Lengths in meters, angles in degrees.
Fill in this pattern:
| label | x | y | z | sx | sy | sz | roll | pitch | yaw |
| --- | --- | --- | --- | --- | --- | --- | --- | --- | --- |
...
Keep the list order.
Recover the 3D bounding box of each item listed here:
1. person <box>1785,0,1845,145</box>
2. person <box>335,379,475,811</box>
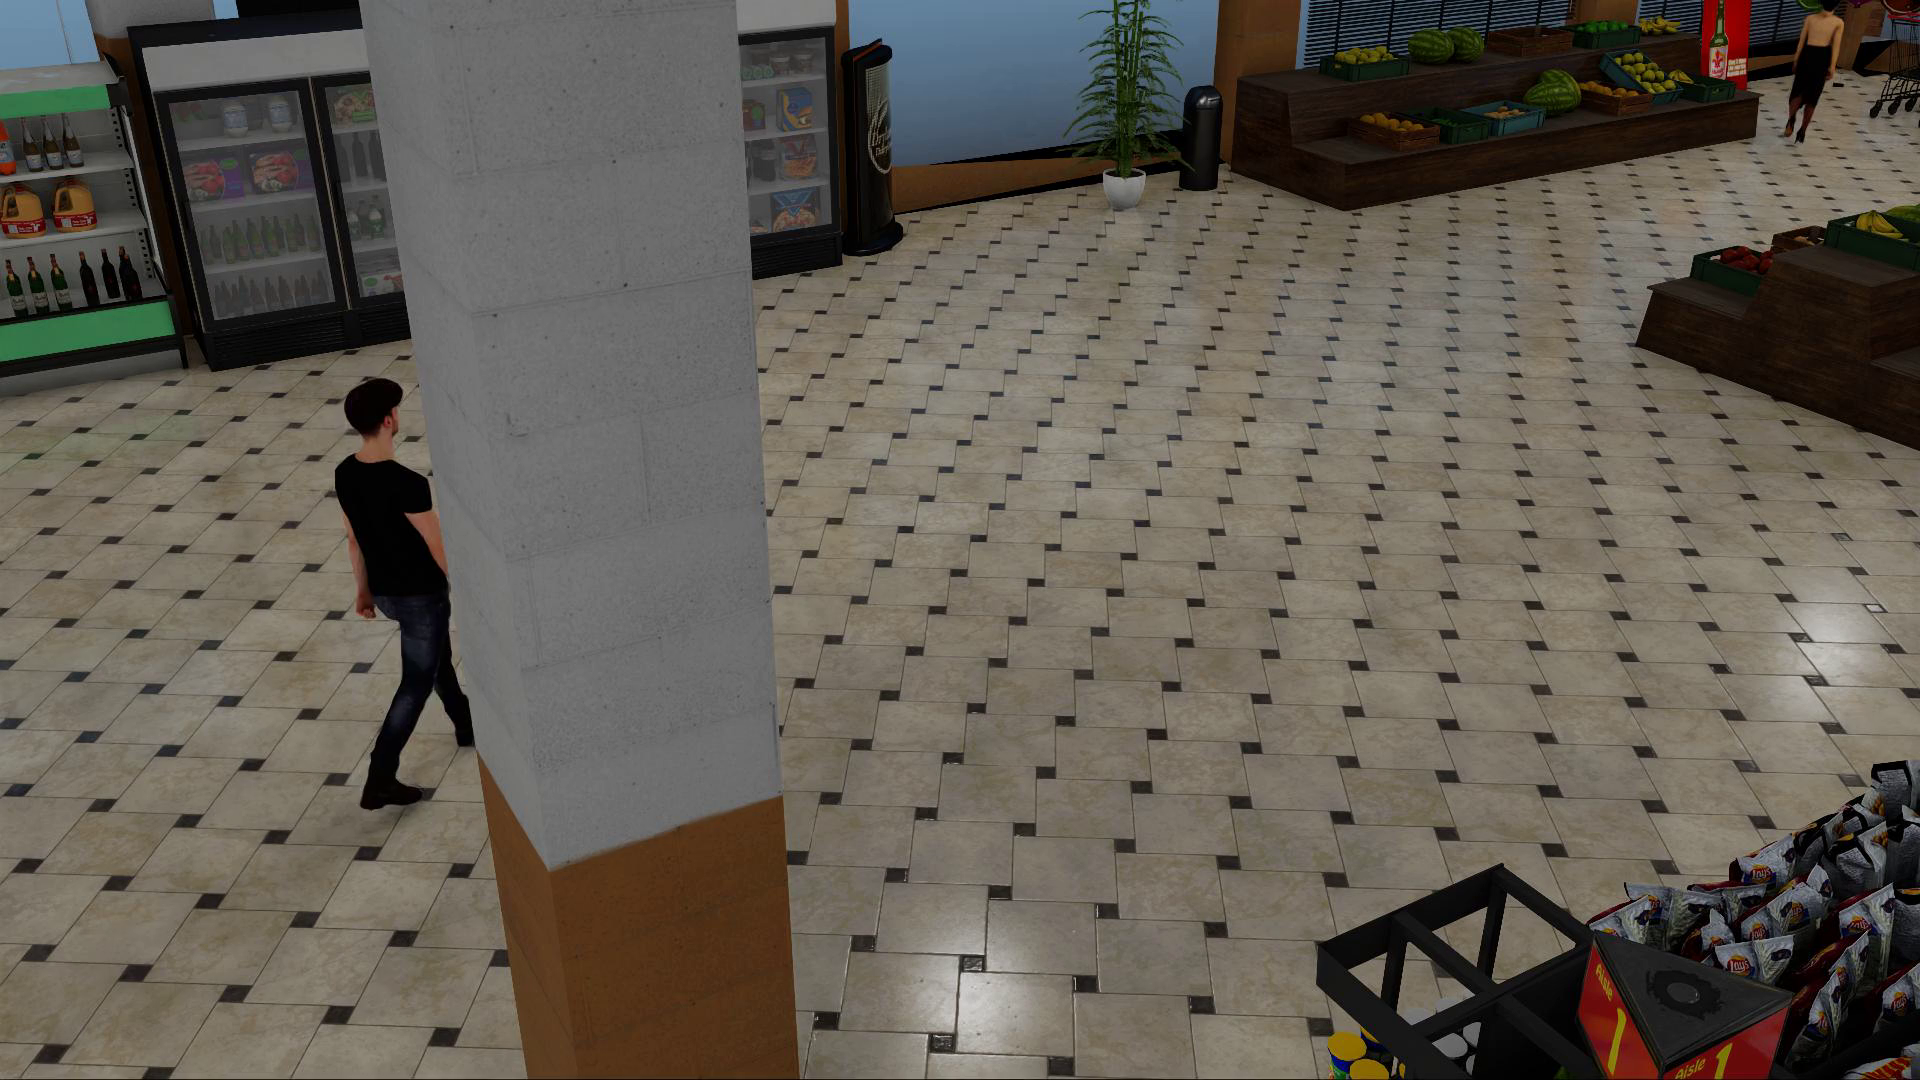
| label | x | y | z | sx | sy | sz | roll | pitch | yaw |
| --- | --- | --- | --- | --- | --- | --- | --- | --- | --- |
| person | 9.091 | -5.029 | 17.769 | 0.766 | 1.642 | 0.884 | 17 | 32 | 30 |
| person | -2.389 | 0.273 | 7.071 | 1.000 | 1.862 | 1.276 | 18 | 32 | 31 |
